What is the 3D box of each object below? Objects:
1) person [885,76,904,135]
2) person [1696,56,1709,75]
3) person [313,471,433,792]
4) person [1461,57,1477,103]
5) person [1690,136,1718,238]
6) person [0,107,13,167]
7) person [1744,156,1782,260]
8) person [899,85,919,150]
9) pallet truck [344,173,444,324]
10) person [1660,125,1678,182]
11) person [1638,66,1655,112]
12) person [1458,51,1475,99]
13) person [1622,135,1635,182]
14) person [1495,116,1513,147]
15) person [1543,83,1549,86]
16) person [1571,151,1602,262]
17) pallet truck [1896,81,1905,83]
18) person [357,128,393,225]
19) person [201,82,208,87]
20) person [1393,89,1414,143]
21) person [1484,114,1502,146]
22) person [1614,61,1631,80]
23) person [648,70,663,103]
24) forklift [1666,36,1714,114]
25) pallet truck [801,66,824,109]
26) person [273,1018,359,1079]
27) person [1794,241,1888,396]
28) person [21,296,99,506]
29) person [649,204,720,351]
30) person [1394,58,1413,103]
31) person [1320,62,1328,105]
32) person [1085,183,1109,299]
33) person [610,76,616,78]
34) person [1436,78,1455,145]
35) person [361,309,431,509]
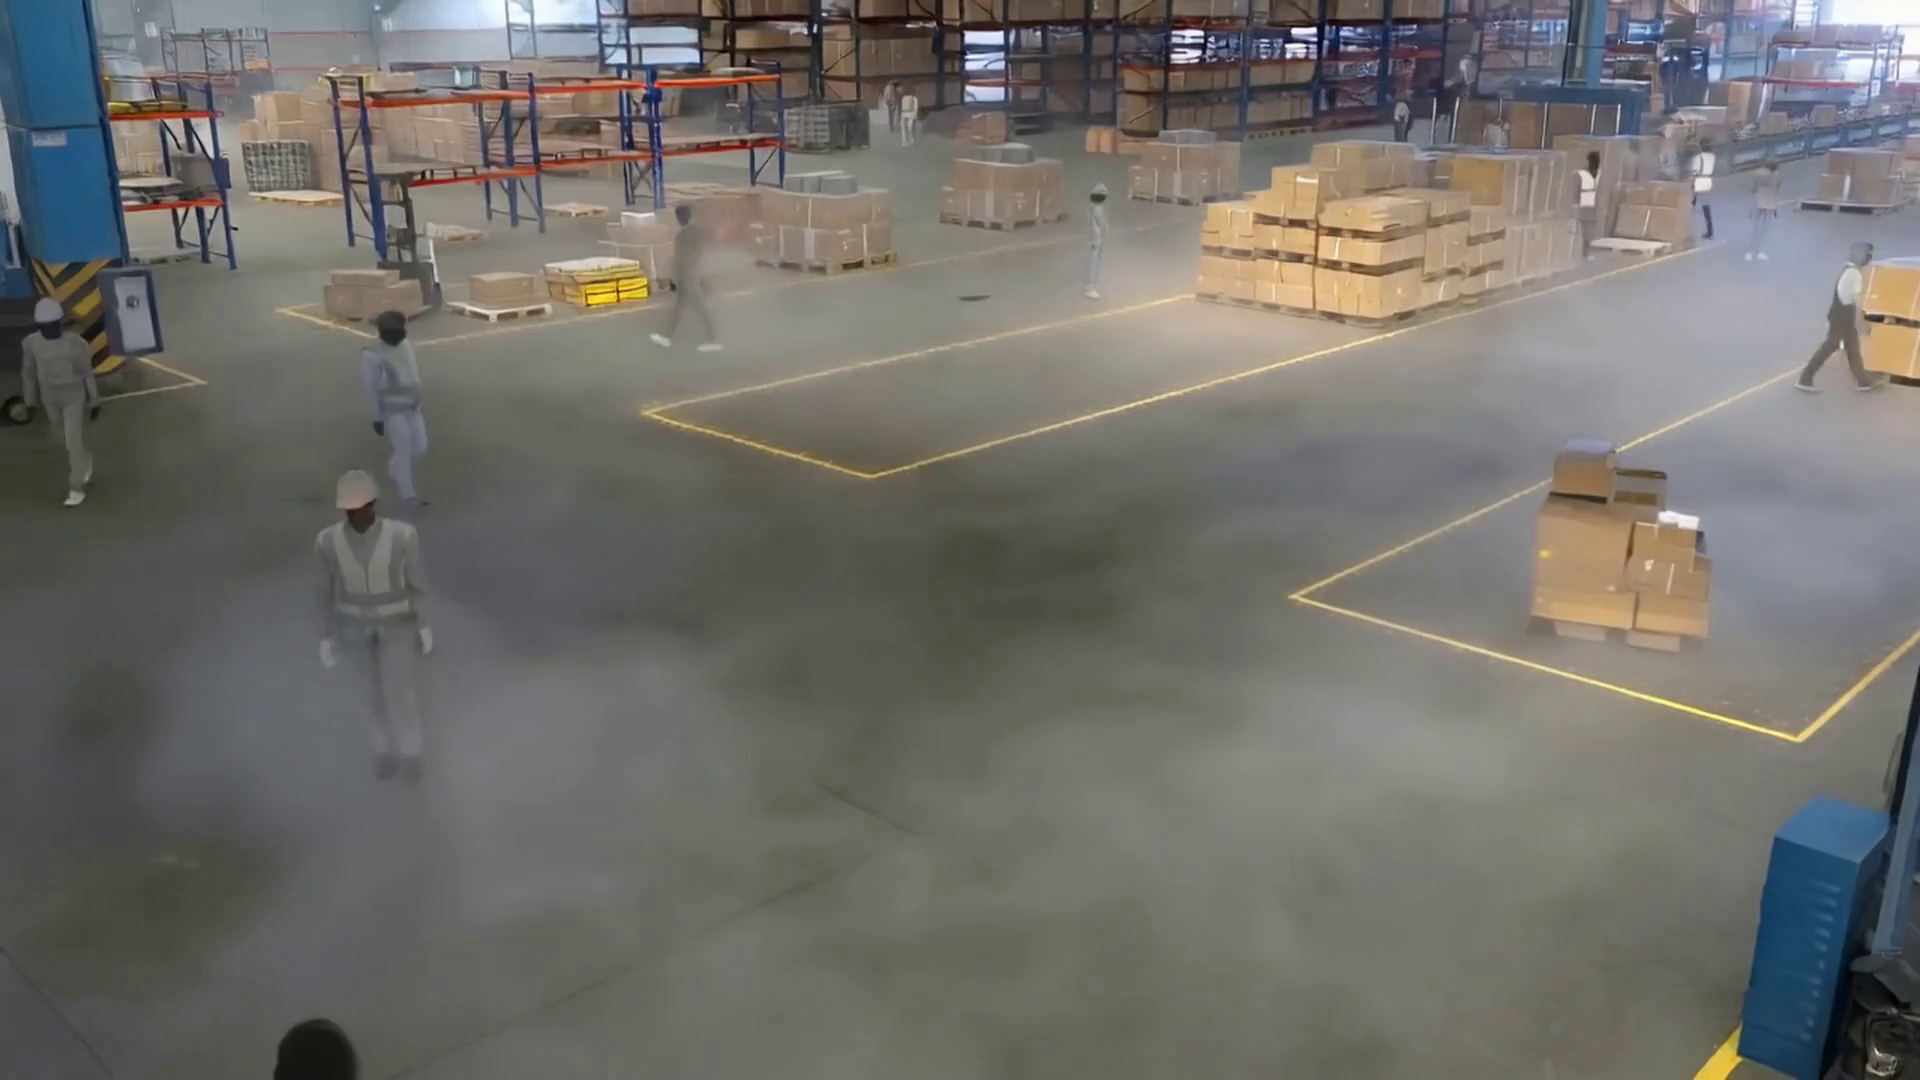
[{"bbox_3d":[-2.082,-13.984,53.536,0.633,1.841,0.429,-7,20,-20],"label":"person"},{"bbox_3d":[32.692,-20.472,73.306,0.539,1.698,0.319,7,20,20],"label":"person"},{"bbox_3d":[-3.410,0.542,9.637,0.639,1.922,0.664,-3,19,-8],"label":"person"},{"bbox_3d":[21.023,-18.920,68.397,0.990,1.846,0.648,-7,19,-19],"label":"person"},{"bbox_3d":[14.041,-6.684,31.471,0.566,1.892,0.988,-4,19,-12],"label":"person"},{"bbox_3d":[-24.523,-10.528,43.035,0.638,1.910,0.890,-14,23,-37],"label":"person"},{"bbox_3d":[13.958,-5.756,28.866,0.524,1.769,0.314,-2,18,-7],"label":"person"},{"bbox_3d":[-1.483,-12.395,48.722,0.613,1.862,0.619,4,19,12],"label":"person"},{"bbox_3d":[-8.209,-4.181,23.757,0.823,1.965,1.885,3,19,9],"label":"pallet truck"},{"bbox_3d":[15.688,-8.347,36.853,0.597,1.649,0.539,12,22,31],"label":"person"},{"bbox_3d":[25.363,-16.616,61.554,0.604,1.778,0.936,9,20,26],"label":"person"},{"bbox_3d":[21.548,-19.722,70.583,1.004,2.011,0.603,-17,25,-41],"label":"person"},{"bbox_3d":[12.676,-6.827,31.957,0.548,1.852,0.390,-14,23,-36],"label":"person"},{"bbox_3d":[11.963,-8.417,36.730,0.520,1.865,0.332,-17,25,-41],"label":"person"},{"bbox_3d":[18.051,-13.209,51.374,0.521,1.729,0.808,17,25,41],"label":"person"},{"bbox_3d":[10.738,-5.773,28.732,0.610,1.894,0.696,-11,21,-31],"label":"person"},{"bbox_3d":[34.802,-16.331,61.455,0.653,1.274,1.630,17,25,41],"label":"pallet truck"},{"bbox_3d":[-11.780,-7.274,33.273,0.602,1.882,0.984,2,19,7],"label":"person"},{"bbox_3d":[-24.806,-14.273,54.773,0.541,1.591,0.831,-7,20,-21],"label":"person"},{"bbox_3d":[11.614,-10.786,43.589,0.535,2.000,0.674,2,18,7],"label":"person"},{"bbox_3d":[13.120,-9.686,40.963,0.507,1.605,0.795,-3,19,-10],"label":"person"},{"bbox_3d":[25.945,-17.860,65.143,0.548,1.902,0.960,17,25,42],"label":"person"},{"bbox_3d":[-10.334,-14.963,56.381,0.588,1.911,0.399,8,20,22],"label":"person"},{"bbox_3d":[27.341,-17.291,61.877,1.129,2.768,1.873,17,25,41],"label":"forklift"},{"bbox_3d":[-4.812,-15.182,56.903,0.823,1.965,1.885,-9,21,-26],"label":"pallet truck"},{"bbox_3d":[-1.818,2.190,4.859,0.631,1.808,0.818,-12,22,-32],"label":"person"},{"bbox_3d":[10.211,-2.523,19.083,0.989,1.793,0.533,7,20,21],"label":"person"},{"bbox_3d":[-8.218,-1.325,15.311,0.581,1.901,0.809,0,18,-1],"label":"person"},{"bbox_3d":[-3.594,-3.394,21.558,1.003,1.882,0.651,3,19,9],"label":"person"},{"bbox_3d":[18.193,-18.834,68.108,0.669,1.884,0.421,-6,19,-16],"label":"person"},{"bbox_3d":[14.619,-18.397,67.093,0.661,1.676,0.548,5,19,16],"label":"person"},{"bbox_3d":[2.093,-4.537,25.242,0.323,1.736,0.485,5,19,14],"label":"person"},{"bbox_3d":[-11.915,-15.211,57.567,0.314,1.629,0.509,-16,24,-39],"label":"person"},{"bbox_3d":[14.403,-12.667,49.326,0.612,1.997,0.375,-14,23,-37],"label":"person"},{"bbox_3d":[-5.102,-1.182,14.995,0.546,1.827,0.650,7,20,21],"label":"person"}]
